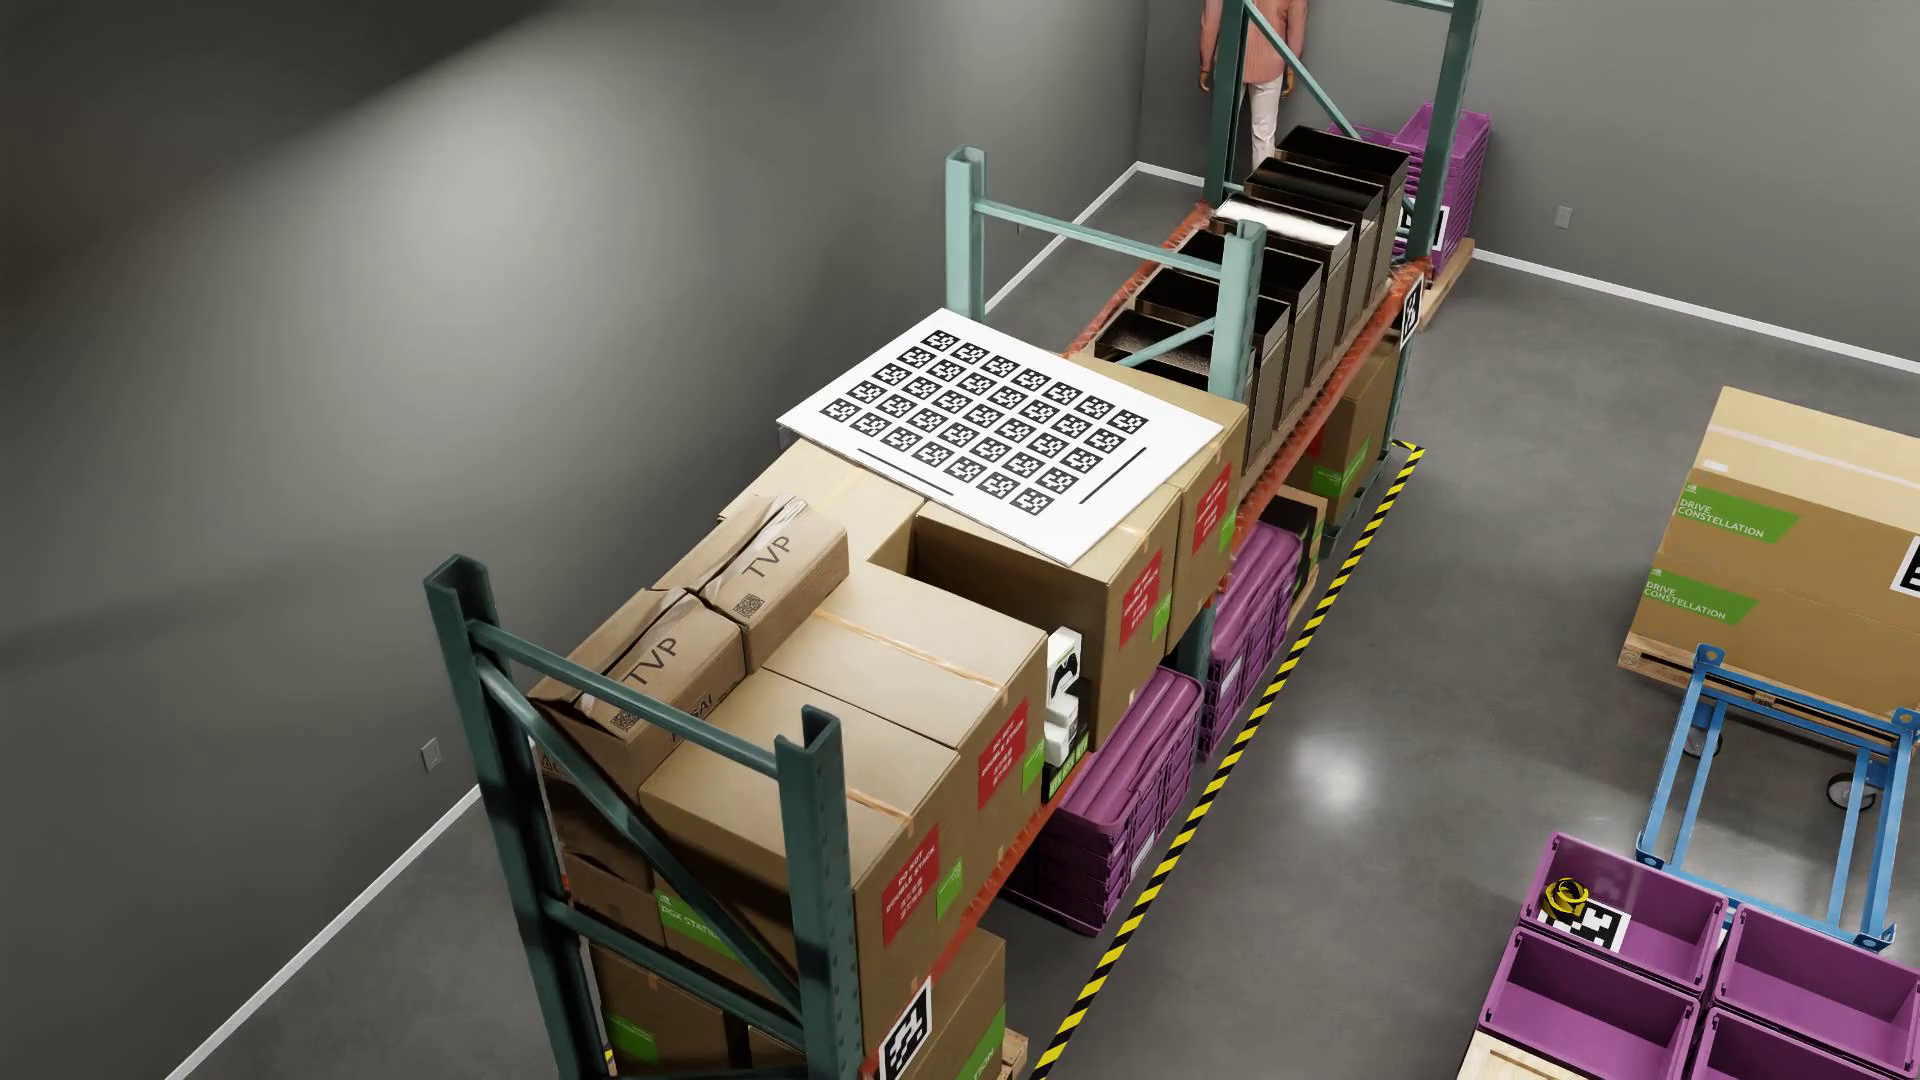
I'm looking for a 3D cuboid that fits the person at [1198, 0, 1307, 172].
[{"bbox_3d":[1.722,-2.840,9.938,0.612,1.994,0.394,5,40,6],"label":"person"}]
